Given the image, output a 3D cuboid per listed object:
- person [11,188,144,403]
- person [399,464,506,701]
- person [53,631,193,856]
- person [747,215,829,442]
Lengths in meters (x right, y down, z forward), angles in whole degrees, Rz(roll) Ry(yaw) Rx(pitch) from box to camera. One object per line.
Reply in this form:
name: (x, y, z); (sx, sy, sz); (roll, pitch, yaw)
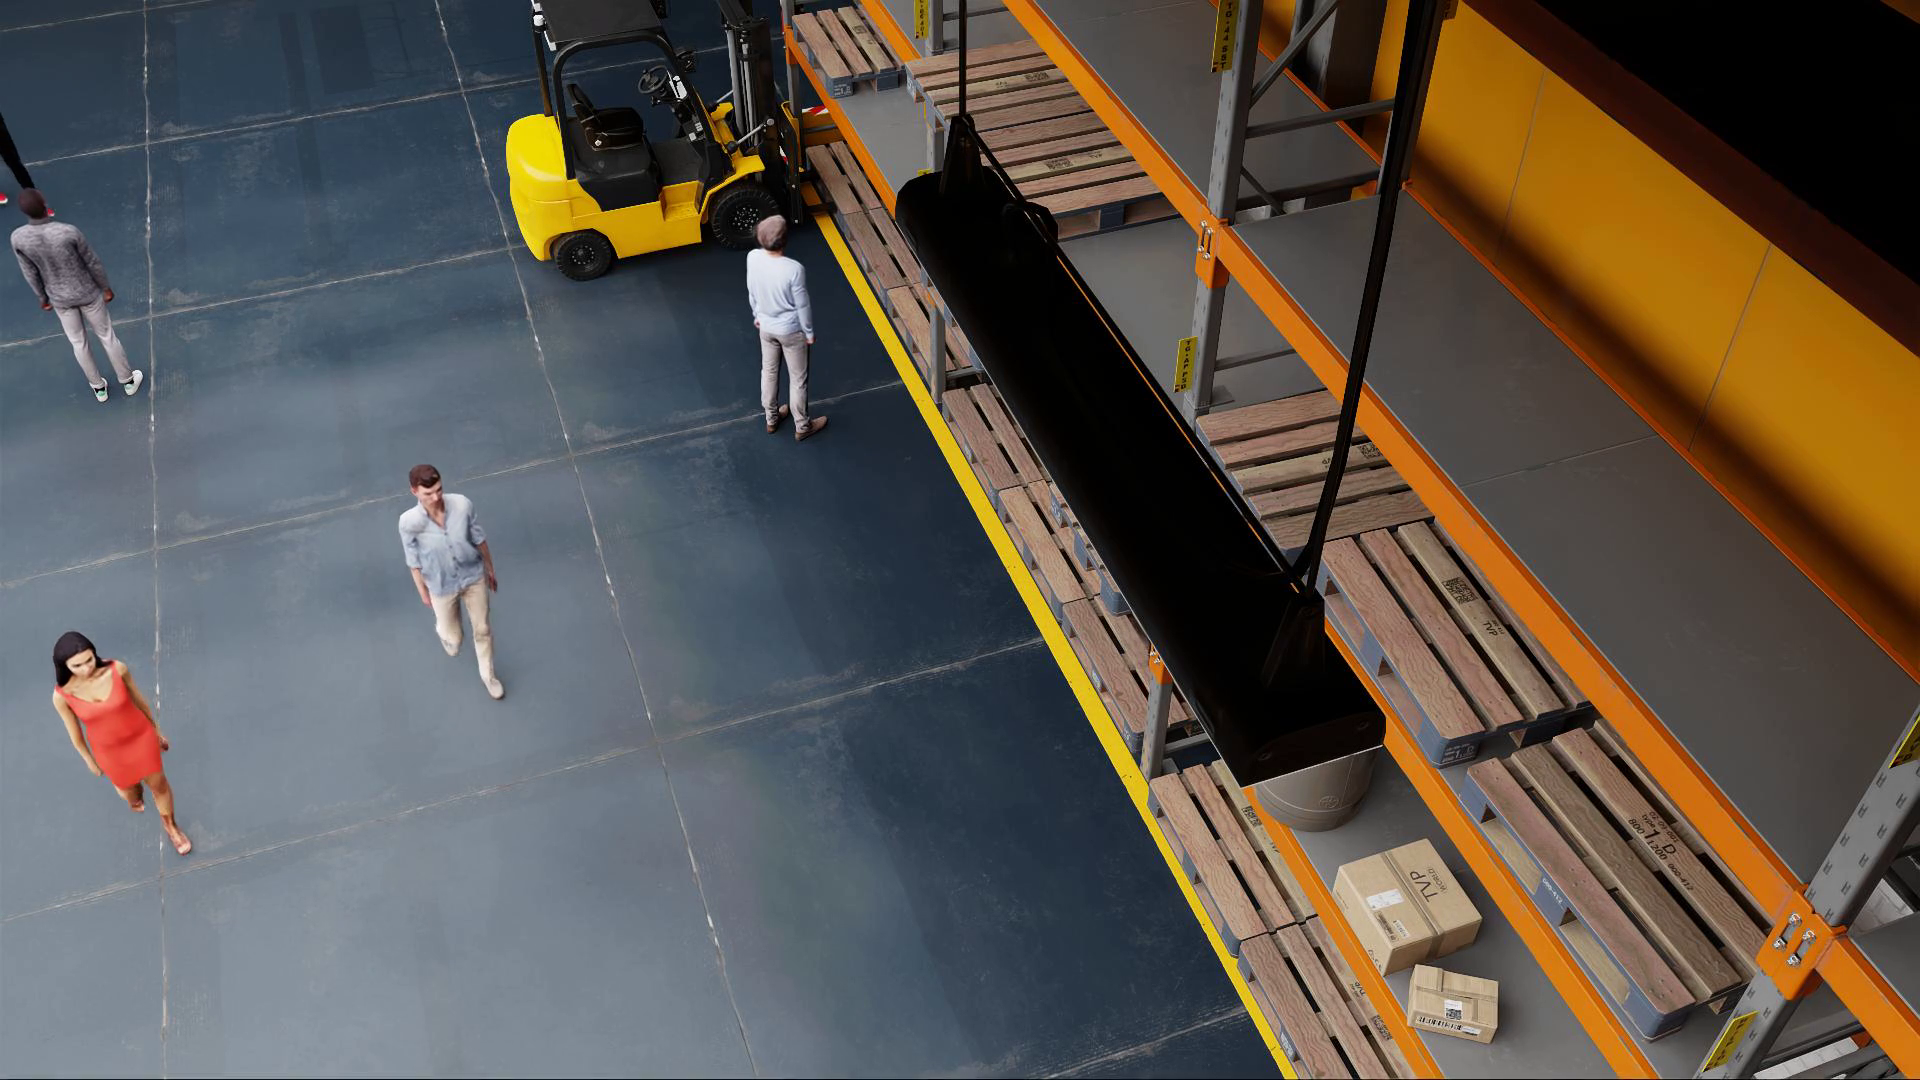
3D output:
person: (-6.734, -1.859, 12.635); (0.683, 1.839, 0.545); (-12, 45, -13)
person: (-3.200, 0.208, 10.470); (0.784, 1.834, 0.953); (-25, 49, -24)
person: (-4.852, 1.134, 9.590); (0.786, 1.706, 0.933); (-34, 53, -30)
person: (-1.314, -1.565, 12.289); (0.735, 1.892, 0.809); (20, 47, 20)
